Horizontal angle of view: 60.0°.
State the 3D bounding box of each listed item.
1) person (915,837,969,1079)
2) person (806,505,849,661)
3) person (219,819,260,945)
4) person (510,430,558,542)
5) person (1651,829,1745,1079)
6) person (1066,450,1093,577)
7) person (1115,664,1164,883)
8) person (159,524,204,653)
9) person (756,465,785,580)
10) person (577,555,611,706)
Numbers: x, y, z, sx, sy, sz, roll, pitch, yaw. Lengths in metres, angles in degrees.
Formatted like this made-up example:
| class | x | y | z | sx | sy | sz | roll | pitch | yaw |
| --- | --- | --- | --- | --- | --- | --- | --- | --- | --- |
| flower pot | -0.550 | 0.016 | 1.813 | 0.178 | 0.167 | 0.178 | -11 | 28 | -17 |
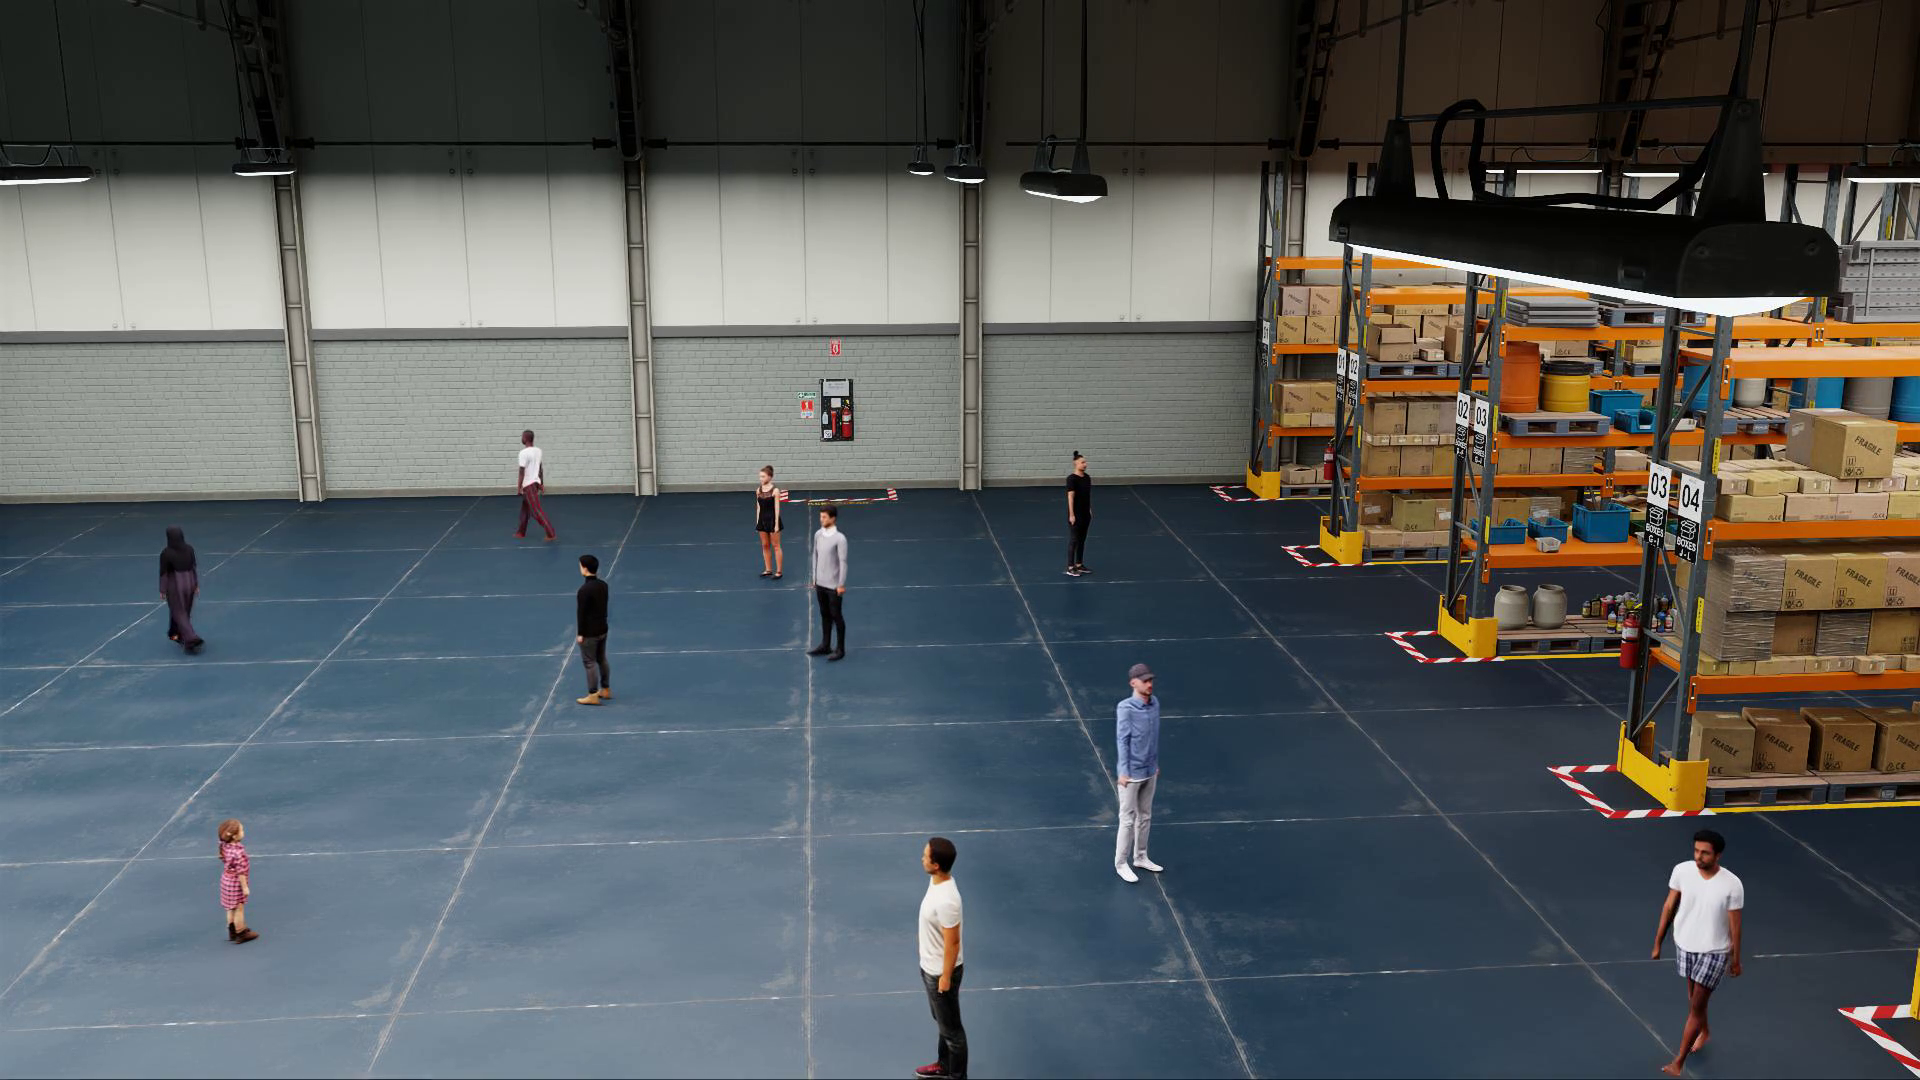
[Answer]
| class | x | y | z | sx | sy | sz | roll | pitch | yaw |
| --- | --- | --- | --- | --- | --- | --- | --- | --- | --- |
| person | -0.102 | 2.800 | 10.971 | 0.555 | 1.801 | 0.646 | -2 | 13 | -9 |
| person | -1.599 | 0.508 | 20.598 | 0.867 | 1.923 | 0.834 | -12 | 18 | -43 |
| person | -5.739 | 2.693 | 13.163 | 0.499 | 1.021 | 0.555 | 12 | 18 | 42 |
| person | -6.811 | -0.831 | 26.673 | 1.230 | 1.792 | 0.975 | 5 | 14 | 19 |
| person | 5.107 | 2.769 | 11.354 | 1.193 | 1.689 | 1.039 | -11 | 17 | -39 |
| person | 1.766 | -0.417 | 24.724 | 0.814 | 1.864 | 0.767 | 10 | 16 | 36 |
| person | 1.535 | 1.973 | 14.351 | 0.711 | 1.887 | 0.807 | -11 | 17 | -38 |
| person | -9.774 | 0.610 | 20.886 | 1.145 | 1.595 | 1.059 | 10 | 16 | 37 |
| person | -2.800 | -0.267 | 24.490 | 0.671 | 1.679 | 0.749 | 8 | 15 | 31 |
| person | -4.167 | 1.003 | 18.911 | 0.683 | 1.721 | 0.712 | 5 | 14 | 22 |
